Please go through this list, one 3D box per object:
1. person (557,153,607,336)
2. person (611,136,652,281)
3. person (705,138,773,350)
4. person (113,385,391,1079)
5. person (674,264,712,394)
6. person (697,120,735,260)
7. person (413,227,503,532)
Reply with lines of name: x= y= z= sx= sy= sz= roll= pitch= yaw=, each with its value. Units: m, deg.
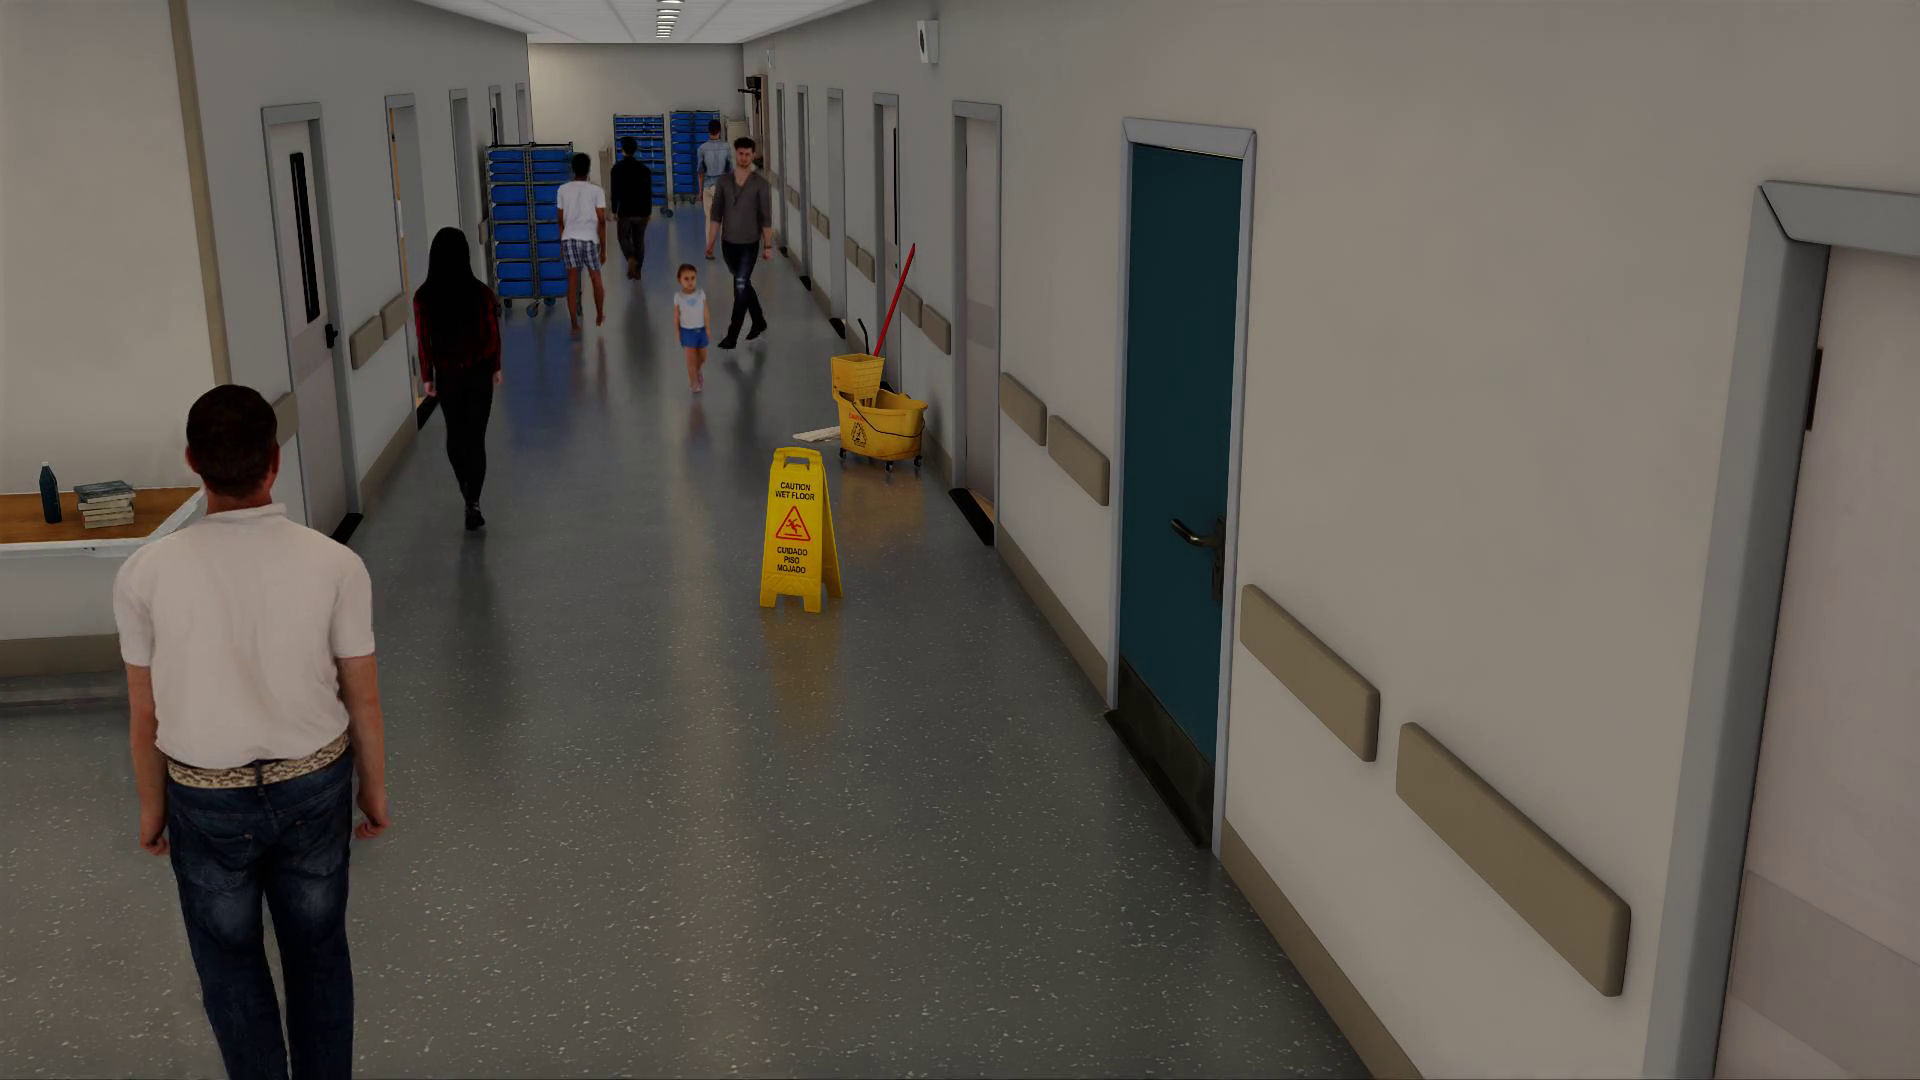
person: x=-3.609 y=-2.761 z=15.770 sx=0.764 sy=1.688 sz=1.168 roll=-1 pitch=16 yaw=-2
person: x=-3.925 y=-3.966 z=20.005 sx=0.740 sy=1.709 sz=0.886 roll=-6 pitch=17 yaw=-20
person: x=-1.959 y=-2.689 z=15.217 sx=1.127 sy=1.848 sz=1.351 roll=6 pitch=17 yaw=21
person: x=-1.488 y=0.607 z=3.543 sx=0.771 sy=1.840 sz=0.906 roll=-6 pitch=17 yaw=-21
person: x=-2.121 y=-1.686 z=13.202 sx=0.475 sy=1.013 sz=0.631 roll=-5 pitch=16 yaw=-16
person: x=-3.306 y=-4.757 z=22.555 sx=0.647 sy=1.847 sz=0.523 roll=-3 pitch=16 yaw=-11
person: x=-2.714 y=-0.848 z=9.105 sx=0.580 sy=1.623 sz=0.992 roll=-3 pitch=16 yaw=-10
